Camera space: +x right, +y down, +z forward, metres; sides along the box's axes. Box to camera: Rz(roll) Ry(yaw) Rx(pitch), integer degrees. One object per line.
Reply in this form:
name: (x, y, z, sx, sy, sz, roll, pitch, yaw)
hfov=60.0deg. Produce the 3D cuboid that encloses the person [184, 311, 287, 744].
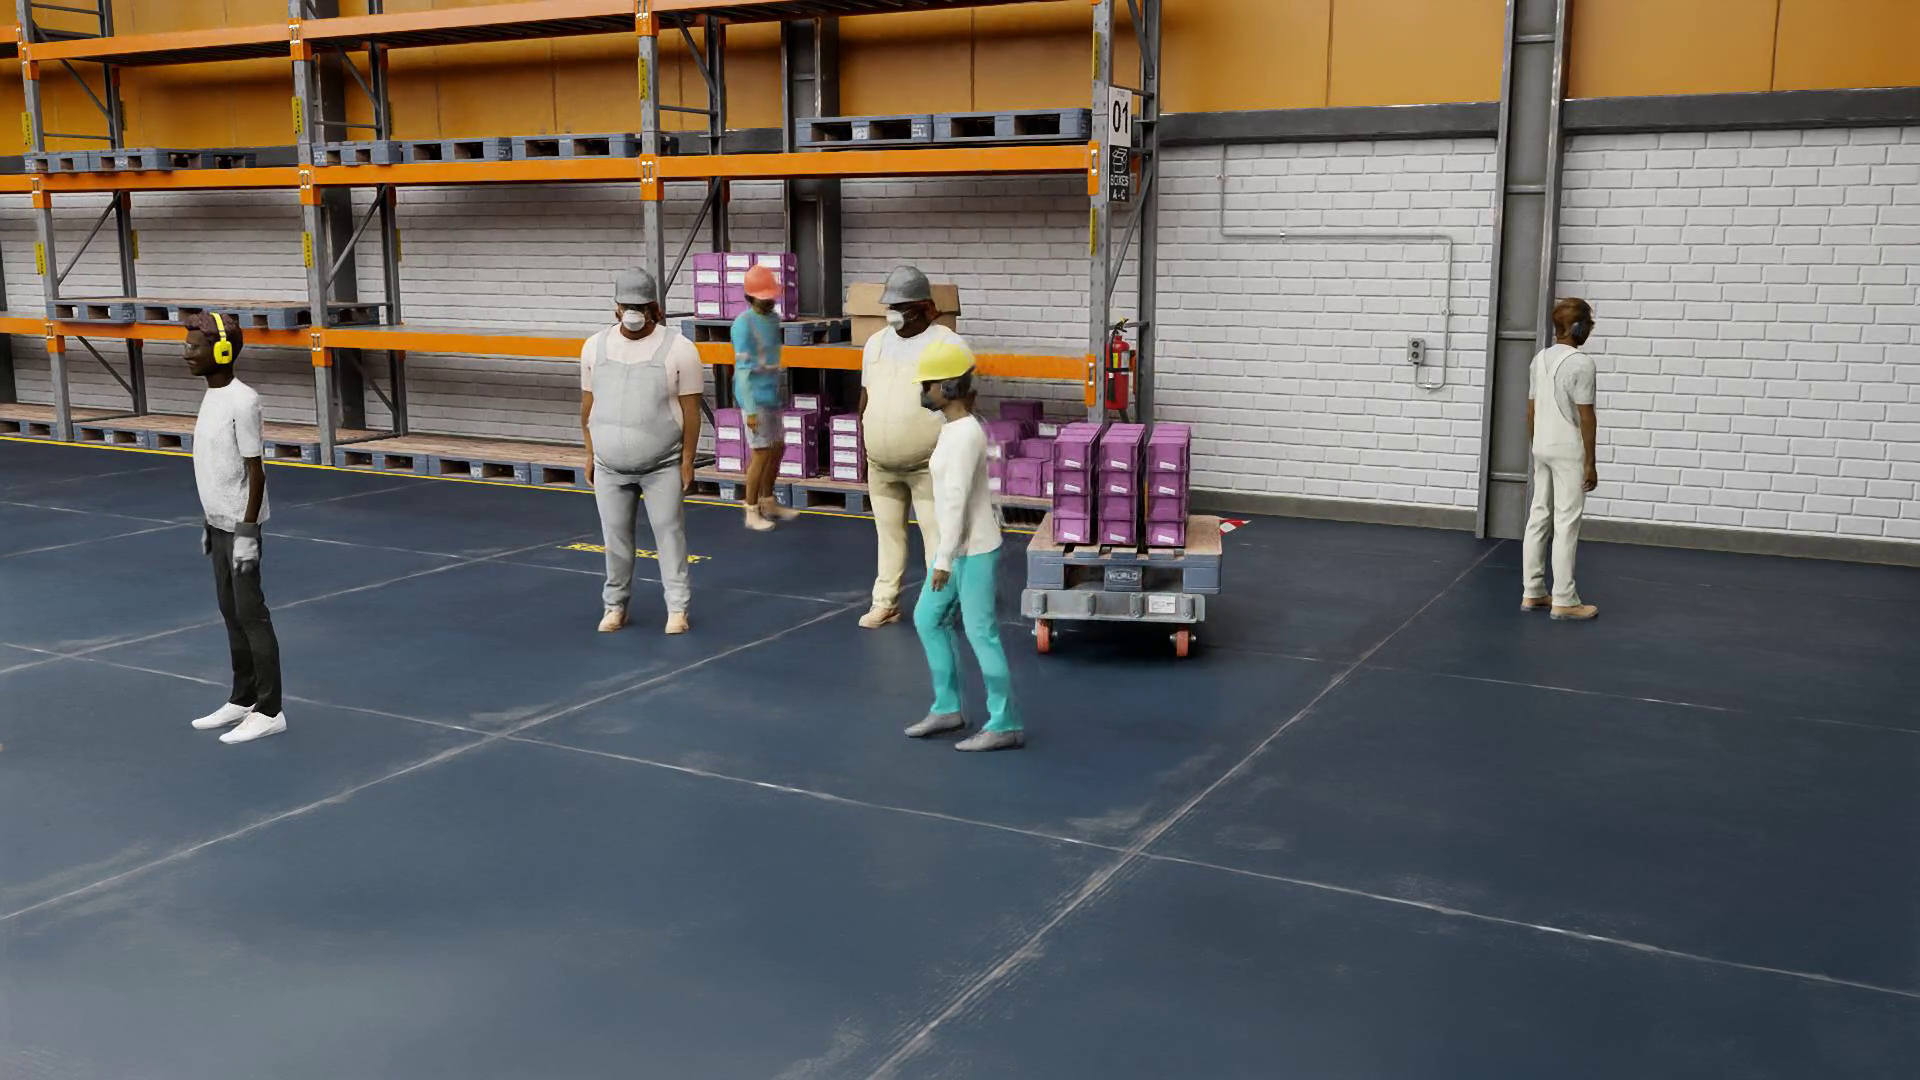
person: (-3.188, -0.056, 7.246, 0.328, 1.872, 0.508, -10, 14, -42)

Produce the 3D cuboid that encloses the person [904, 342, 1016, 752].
person: (-0.036, 0.043, 7.027, 0.607, 1.743, 0.539, -1, 10, -7)

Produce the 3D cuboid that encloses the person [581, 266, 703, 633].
person: (-1.767, -0.485, 9.133, 0.681, 2.000, 0.535, 1, 10, 7)

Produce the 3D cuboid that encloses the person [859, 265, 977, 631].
person: (-0.283, -0.489, 9.154, 0.684, 2.000, 0.535, 5, 12, 28)

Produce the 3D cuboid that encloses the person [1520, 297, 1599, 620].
person: (3.470, -0.466, 9.563, 0.345, 1.846, 0.508, -4, 11, -21)

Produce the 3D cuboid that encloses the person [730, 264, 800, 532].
person: (-1.436, -1.043, 12.339, 0.455, 1.990, 0.733, 4, 11, 19)
